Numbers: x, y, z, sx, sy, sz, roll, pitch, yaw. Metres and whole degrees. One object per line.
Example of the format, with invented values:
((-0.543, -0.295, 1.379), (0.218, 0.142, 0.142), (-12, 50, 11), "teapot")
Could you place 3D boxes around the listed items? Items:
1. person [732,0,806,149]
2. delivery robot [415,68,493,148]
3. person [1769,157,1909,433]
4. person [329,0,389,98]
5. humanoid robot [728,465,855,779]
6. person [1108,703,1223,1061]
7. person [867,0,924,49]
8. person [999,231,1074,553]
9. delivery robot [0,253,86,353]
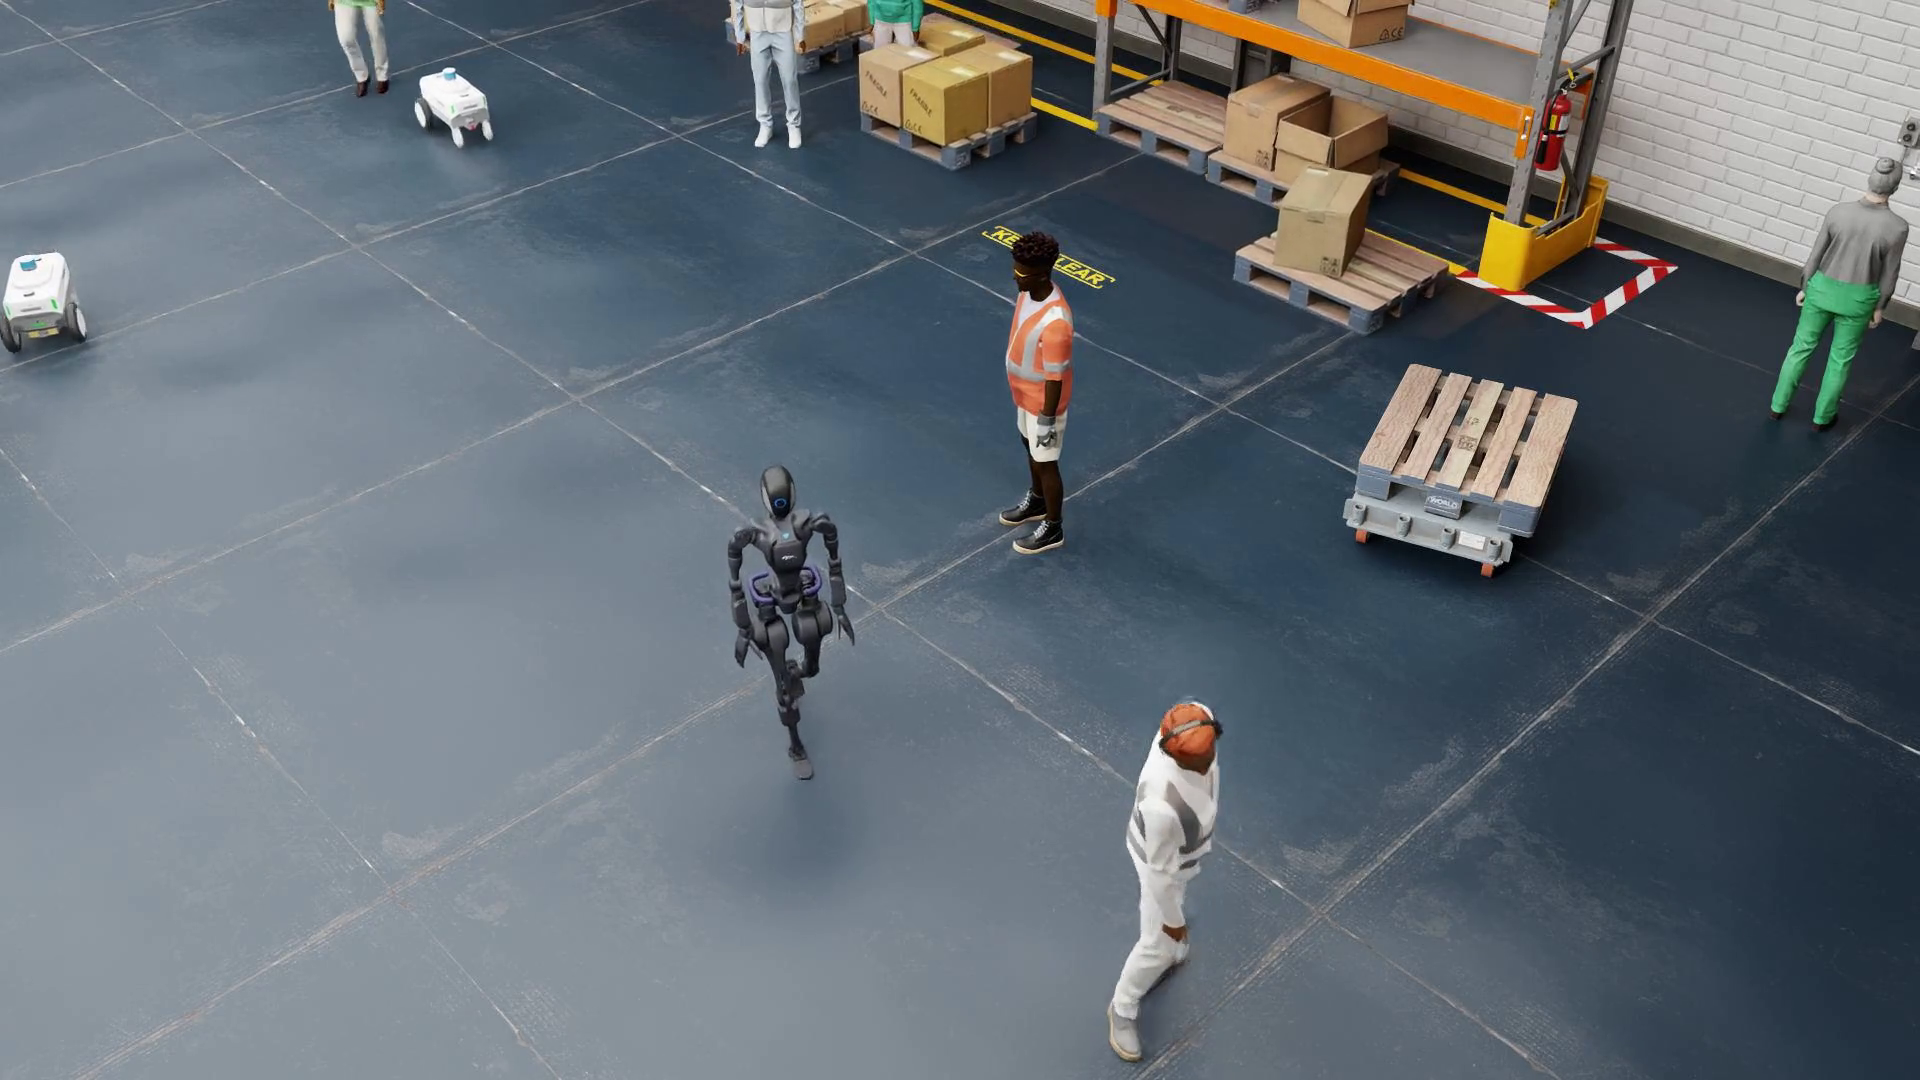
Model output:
((-1.568, -4.186, 13.720), (0.595, 1.908, 0.408), (1, 37, 1), "person")
((-4.336, -3.740, 14.261), (0.499, 0.612, 0.814), (-24, 43, -29), "delivery robot")
((5.439, -1.514, 10.234), (0.523, 1.839, 0.332), (24, 43, 28), "person")
((-5.302, -4.761, 14.589), (0.553, 1.765, 0.529), (-4, 37, -6), "person")
((-0.831, 0.316, 7.985), (0.587, 1.650, 0.729), (-12, 39, -16), "humanoid robot")
((0.831, 1.241, 6.584), (0.340, 1.857, 0.671), (11, 38, 14), "person")
((-0.539, -4.409, 14.068), (0.496, 1.843, 0.404), (11, 38, 14), "person")
((0.434, -0.814, 9.216), (0.369, 1.958, 0.596), (-7, 38, -9), "person")
((-6.367, -1.661, 11.511), (0.499, 0.614, 0.808), (-12, 39, -15), "delivery robot")
